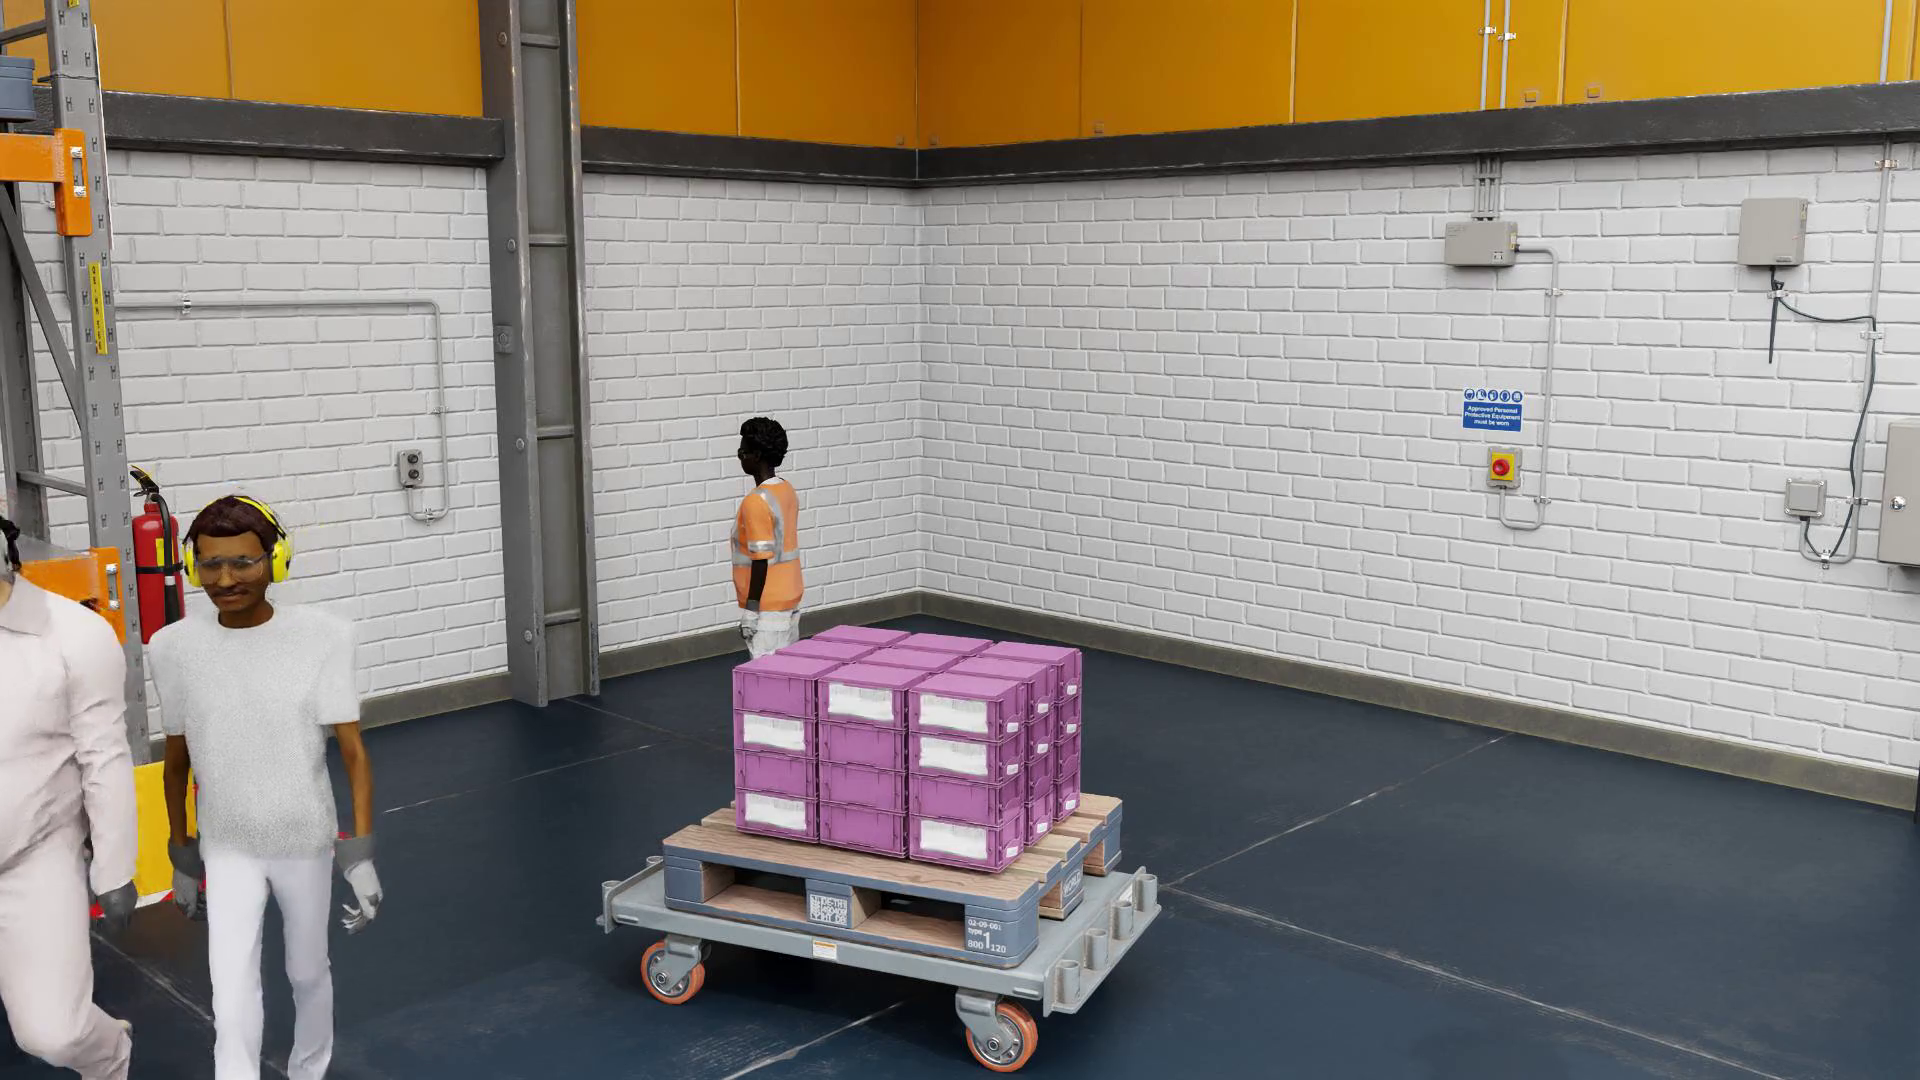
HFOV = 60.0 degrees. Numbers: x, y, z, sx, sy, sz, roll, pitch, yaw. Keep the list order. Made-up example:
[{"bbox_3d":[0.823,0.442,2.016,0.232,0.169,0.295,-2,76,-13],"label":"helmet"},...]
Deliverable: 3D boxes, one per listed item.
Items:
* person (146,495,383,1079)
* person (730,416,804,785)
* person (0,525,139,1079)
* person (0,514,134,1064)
[{"bbox_3d":[-1.724,0.791,4.157,0.525,1.815,0.973,-3,10,-15],"label":"person"},{"bbox_3d":[-0.885,0.284,7.626,0.317,1.696,0.538,1,9,8],"label":"person"},{"bbox_3d":[-2.329,0.782,4.033,0.662,1.875,0.671,-2,9,-10],"label":"person"},{"bbox_3d":[-2.817,0.745,4.879,0.713,1.662,0.537,-6,11,-34],"label":"person"}]
